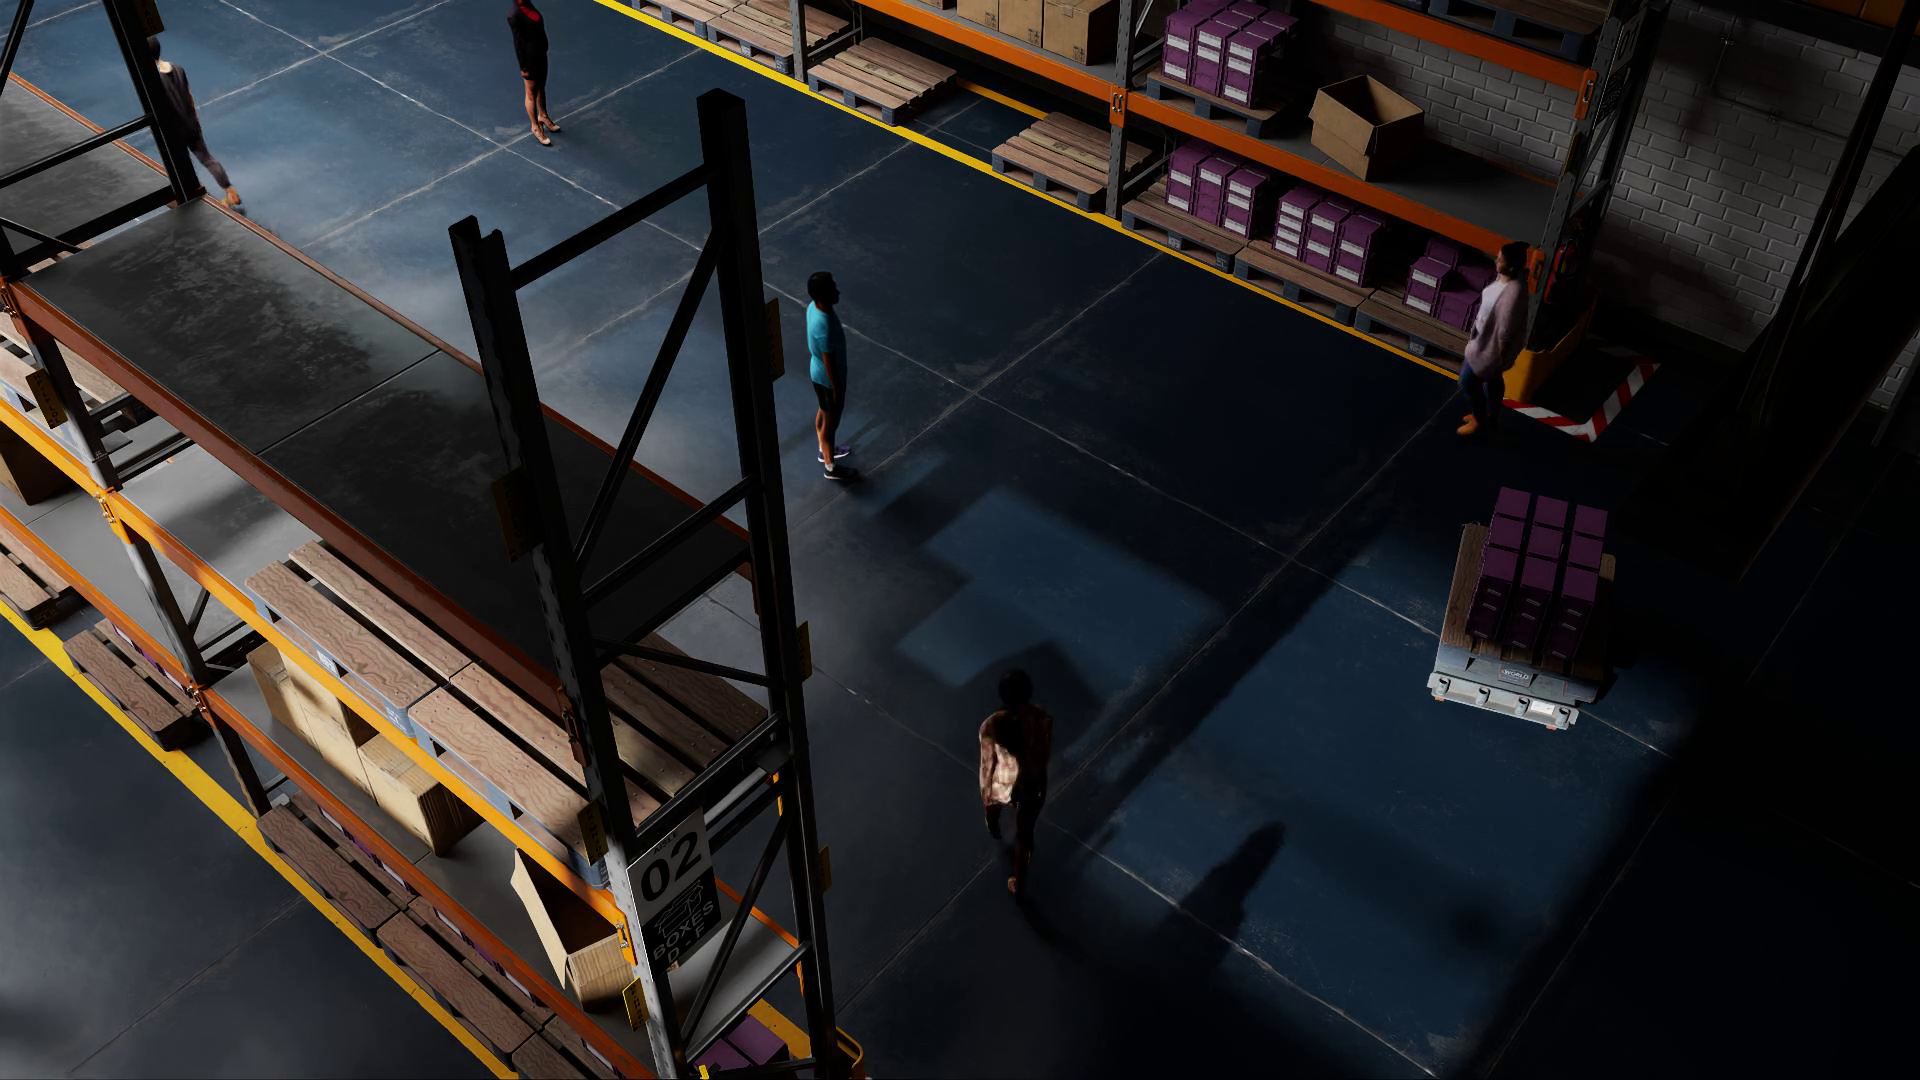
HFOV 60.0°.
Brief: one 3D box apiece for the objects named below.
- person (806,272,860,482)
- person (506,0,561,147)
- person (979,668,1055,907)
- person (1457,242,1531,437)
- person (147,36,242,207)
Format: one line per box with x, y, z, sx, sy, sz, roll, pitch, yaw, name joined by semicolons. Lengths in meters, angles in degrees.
-0.980;-1.216;12.253;0.747;1.776;0.662;-8;44;-8;person
-4.084;-4.582;15.888;0.753;1.638;0.699;8;44;8;person
0.340;1.469;9.445;0.939;1.763;1.005;-3;44;-4;person
4.159;-1.508;12.594;0.779;1.729;0.774;12;45;12;person
-6.953;-3.710;14.939;1.135;1.683;0.809;19;47;19;person
